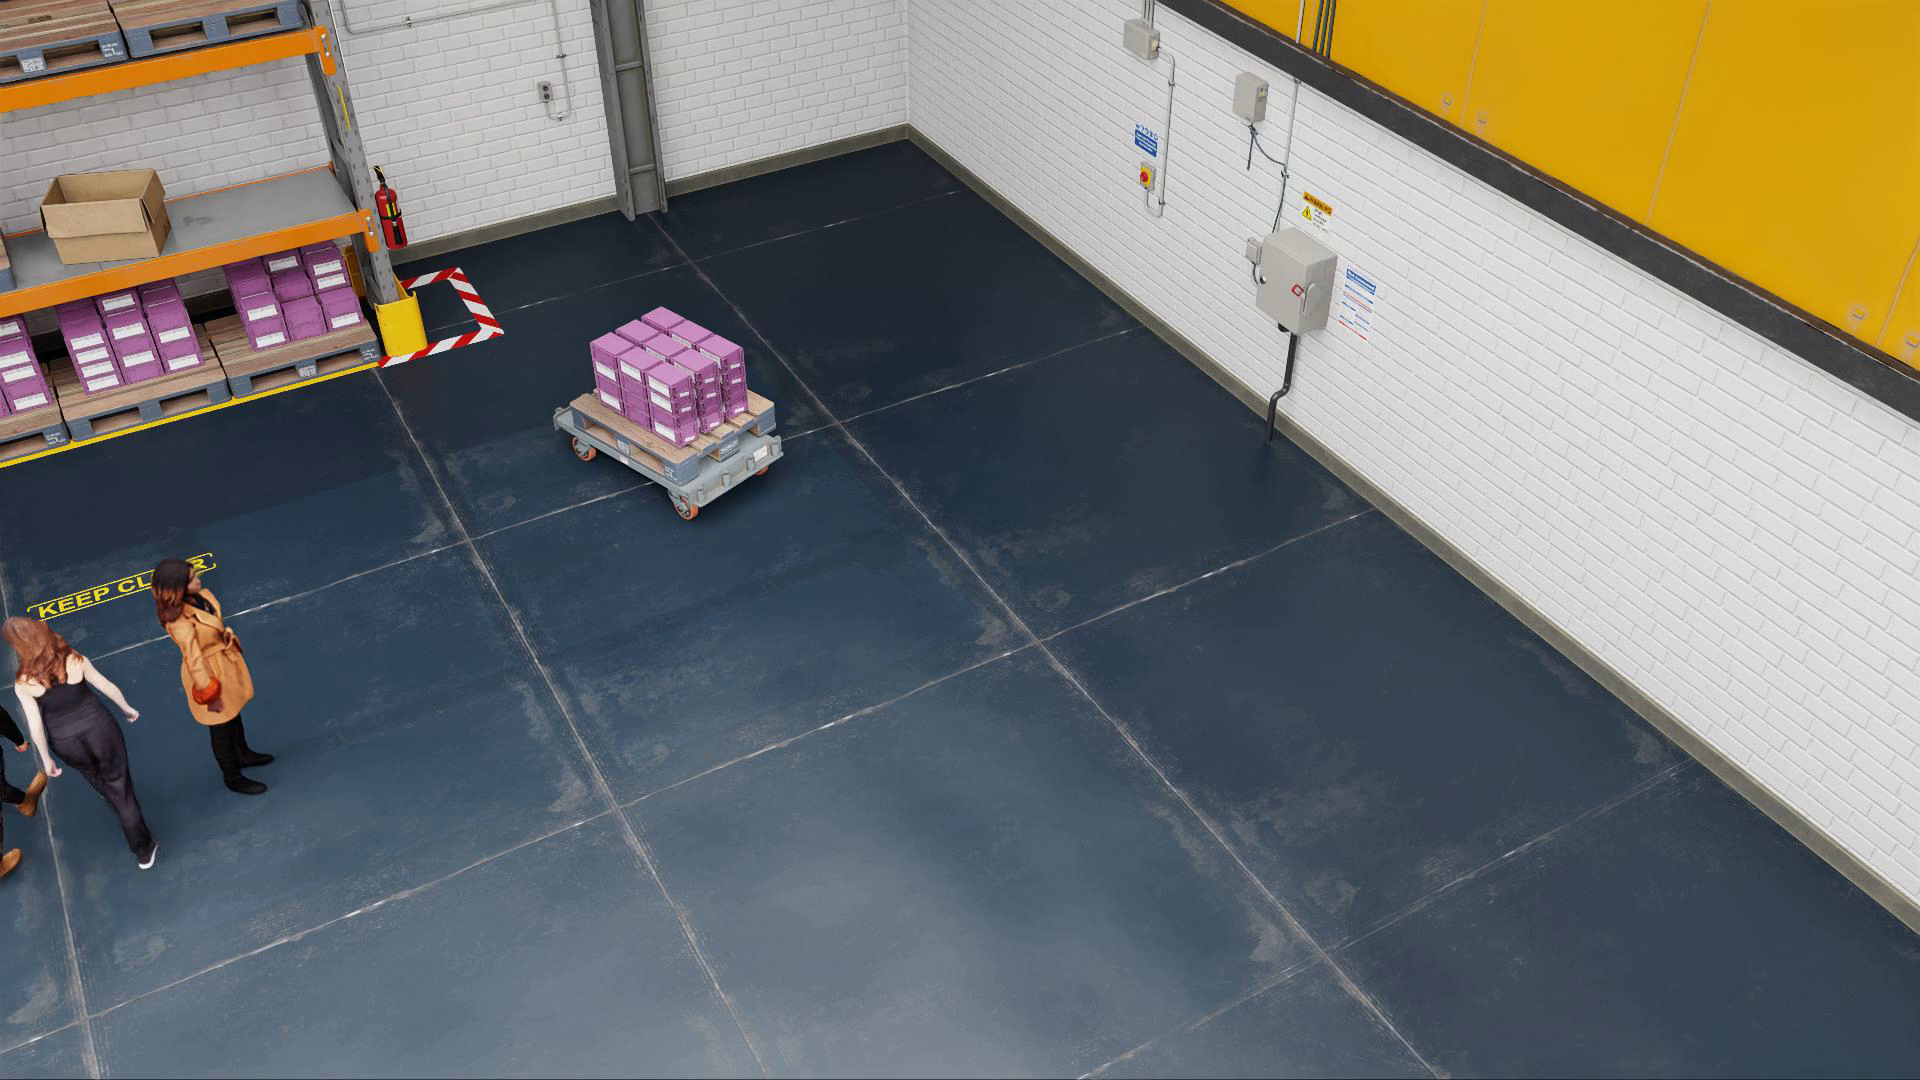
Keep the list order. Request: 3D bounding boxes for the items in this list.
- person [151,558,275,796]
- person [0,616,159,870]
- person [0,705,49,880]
[{"bbox_3d":[-4.363,0.785,9.717,0.720,1.724,0.756,-7,39,-9],"label":"person"},{"bbox_3d":[-4.854,1.173,9.250,0.915,1.700,0.740,-19,42,-22],"label":"person"},{"bbox_3d":[-5.548,1.212,9.213,1.084,1.686,1.076,3,39,4],"label":"person"}]
